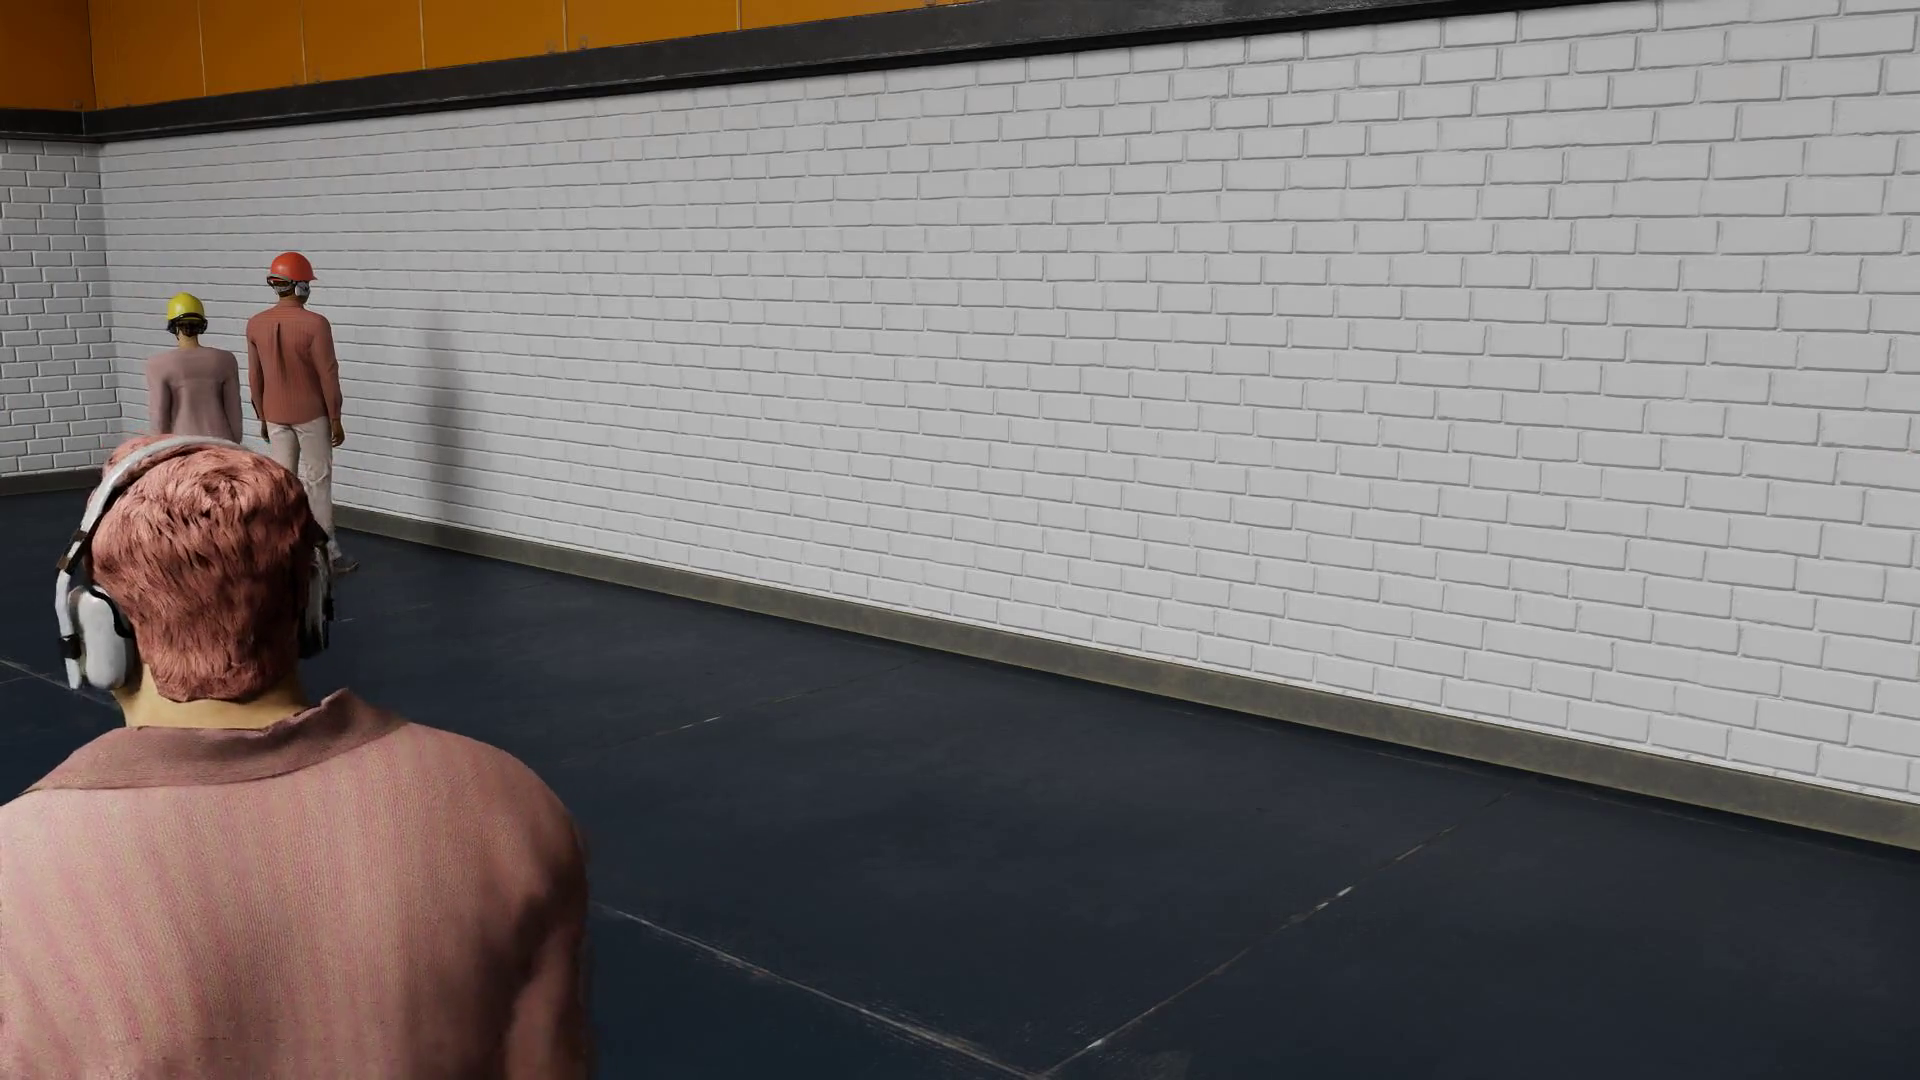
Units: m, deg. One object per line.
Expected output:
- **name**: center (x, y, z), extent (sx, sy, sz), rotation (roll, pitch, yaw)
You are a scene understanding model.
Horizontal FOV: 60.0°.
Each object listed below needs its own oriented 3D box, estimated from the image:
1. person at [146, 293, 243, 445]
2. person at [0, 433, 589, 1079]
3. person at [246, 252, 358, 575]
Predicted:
- **person**: center (-4.405, -0.535, 9.609), extent (0.524, 1.770, 0.315), rotation (-10, 14, -44)
- **person**: center (-0.723, 0.819, 1.658), extent (0.658, 1.851, 0.973), rotation (-9, 13, -41)
- **person**: center (-4.088, -0.772, 10.304), extent (0.611, 1.996, 0.379), rotation (3, 10, 15)
